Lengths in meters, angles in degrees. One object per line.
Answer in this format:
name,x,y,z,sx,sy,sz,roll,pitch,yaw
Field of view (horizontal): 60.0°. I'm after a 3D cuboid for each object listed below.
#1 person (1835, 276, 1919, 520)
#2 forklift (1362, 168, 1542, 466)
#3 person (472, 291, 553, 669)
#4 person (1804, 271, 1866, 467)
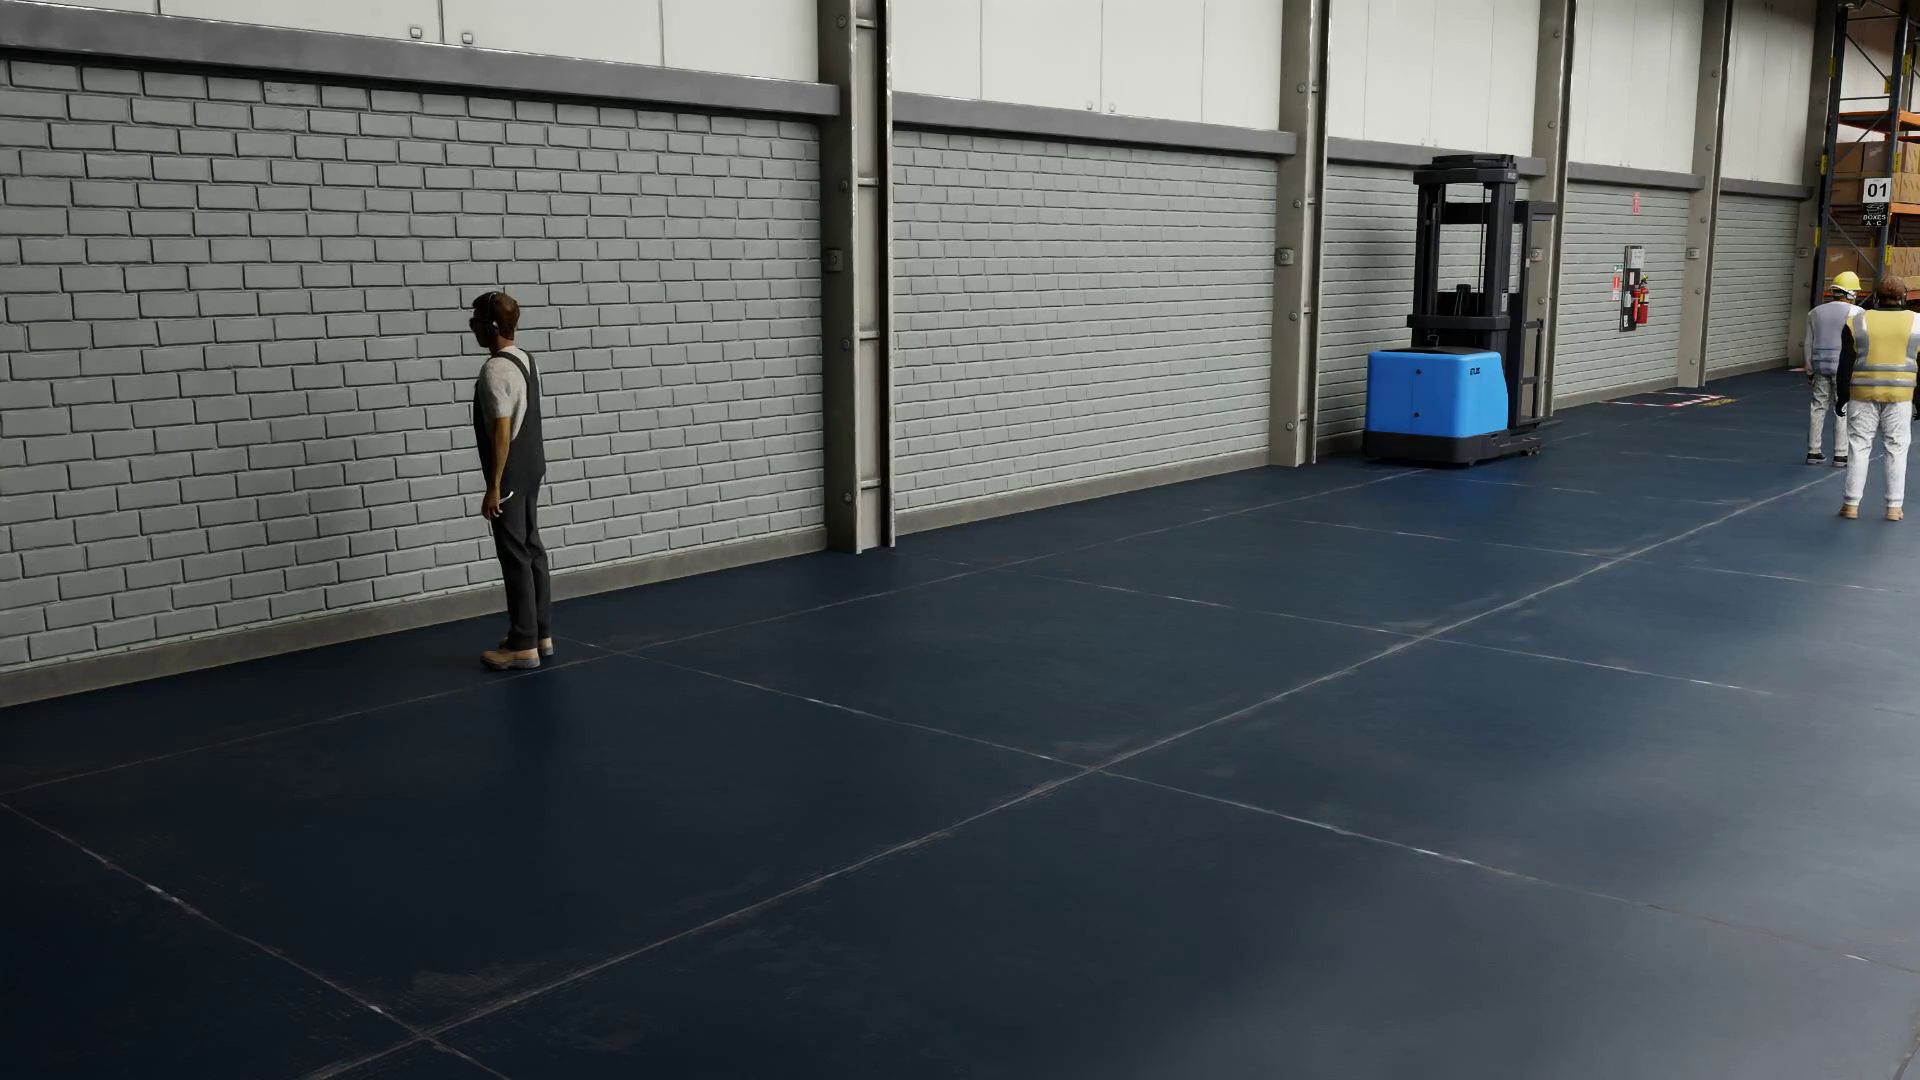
person,7.018,-1.080,12.677,0.636,1.842,0.429,4,11,22
forklift,4.875,-2.212,16.287,1.129,2.768,1.873,8,13,40
person,-2.219,-0.297,8.204,0.328,1.844,0.511,1,10,6
person,8.349,-1.629,15.825,0.404,1.830,0.599,-6,12,-31
